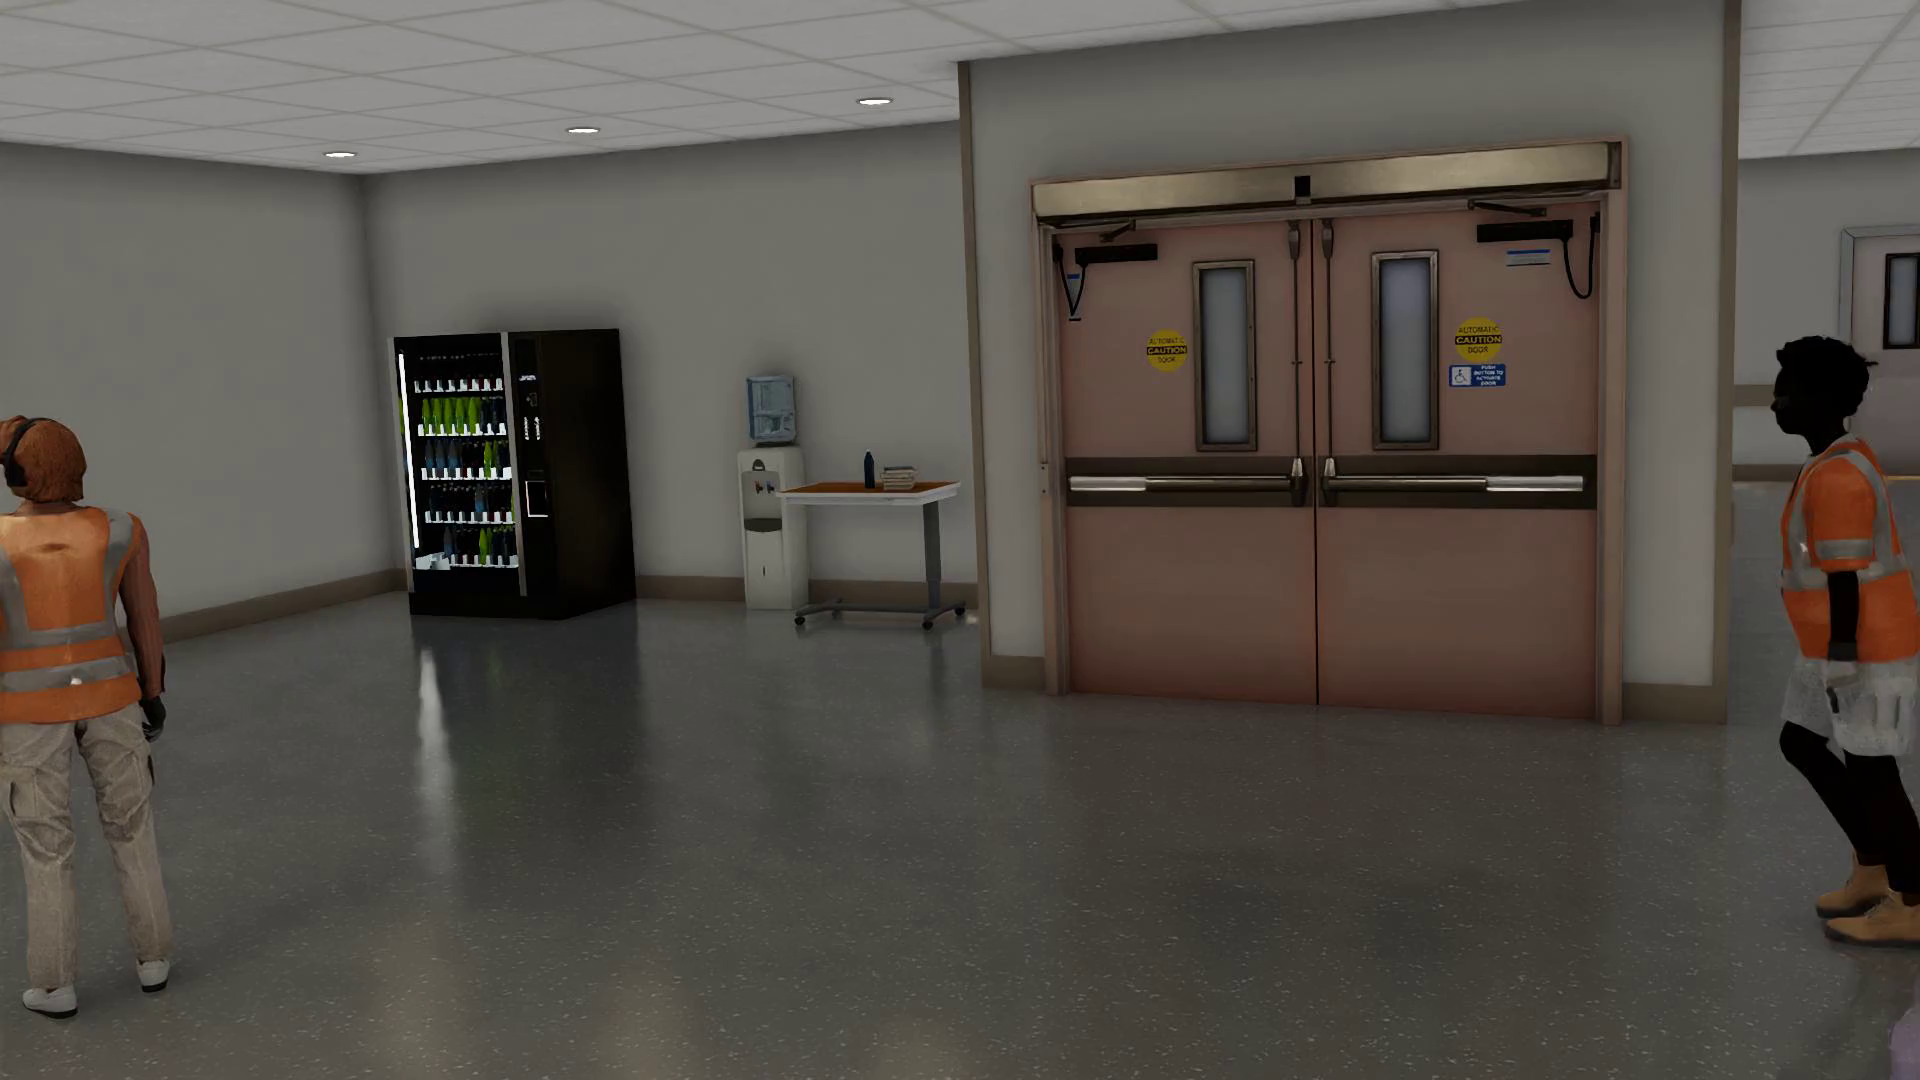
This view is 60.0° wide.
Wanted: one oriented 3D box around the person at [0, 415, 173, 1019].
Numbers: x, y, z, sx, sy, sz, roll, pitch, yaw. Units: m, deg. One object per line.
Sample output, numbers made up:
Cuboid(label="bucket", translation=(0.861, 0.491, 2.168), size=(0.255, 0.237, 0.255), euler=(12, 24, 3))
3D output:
Cuboid(label="person", translation=(-2.448, 0.478, 4.570), size=(0.522, 1.645, 0.305), euler=(-9, 10, -42))

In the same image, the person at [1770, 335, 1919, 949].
Cuboid(label="person", translation=(2.417, 0.279, 4.512), size=(0.428, 1.664, 0.539), euler=(0, 8, 21))
